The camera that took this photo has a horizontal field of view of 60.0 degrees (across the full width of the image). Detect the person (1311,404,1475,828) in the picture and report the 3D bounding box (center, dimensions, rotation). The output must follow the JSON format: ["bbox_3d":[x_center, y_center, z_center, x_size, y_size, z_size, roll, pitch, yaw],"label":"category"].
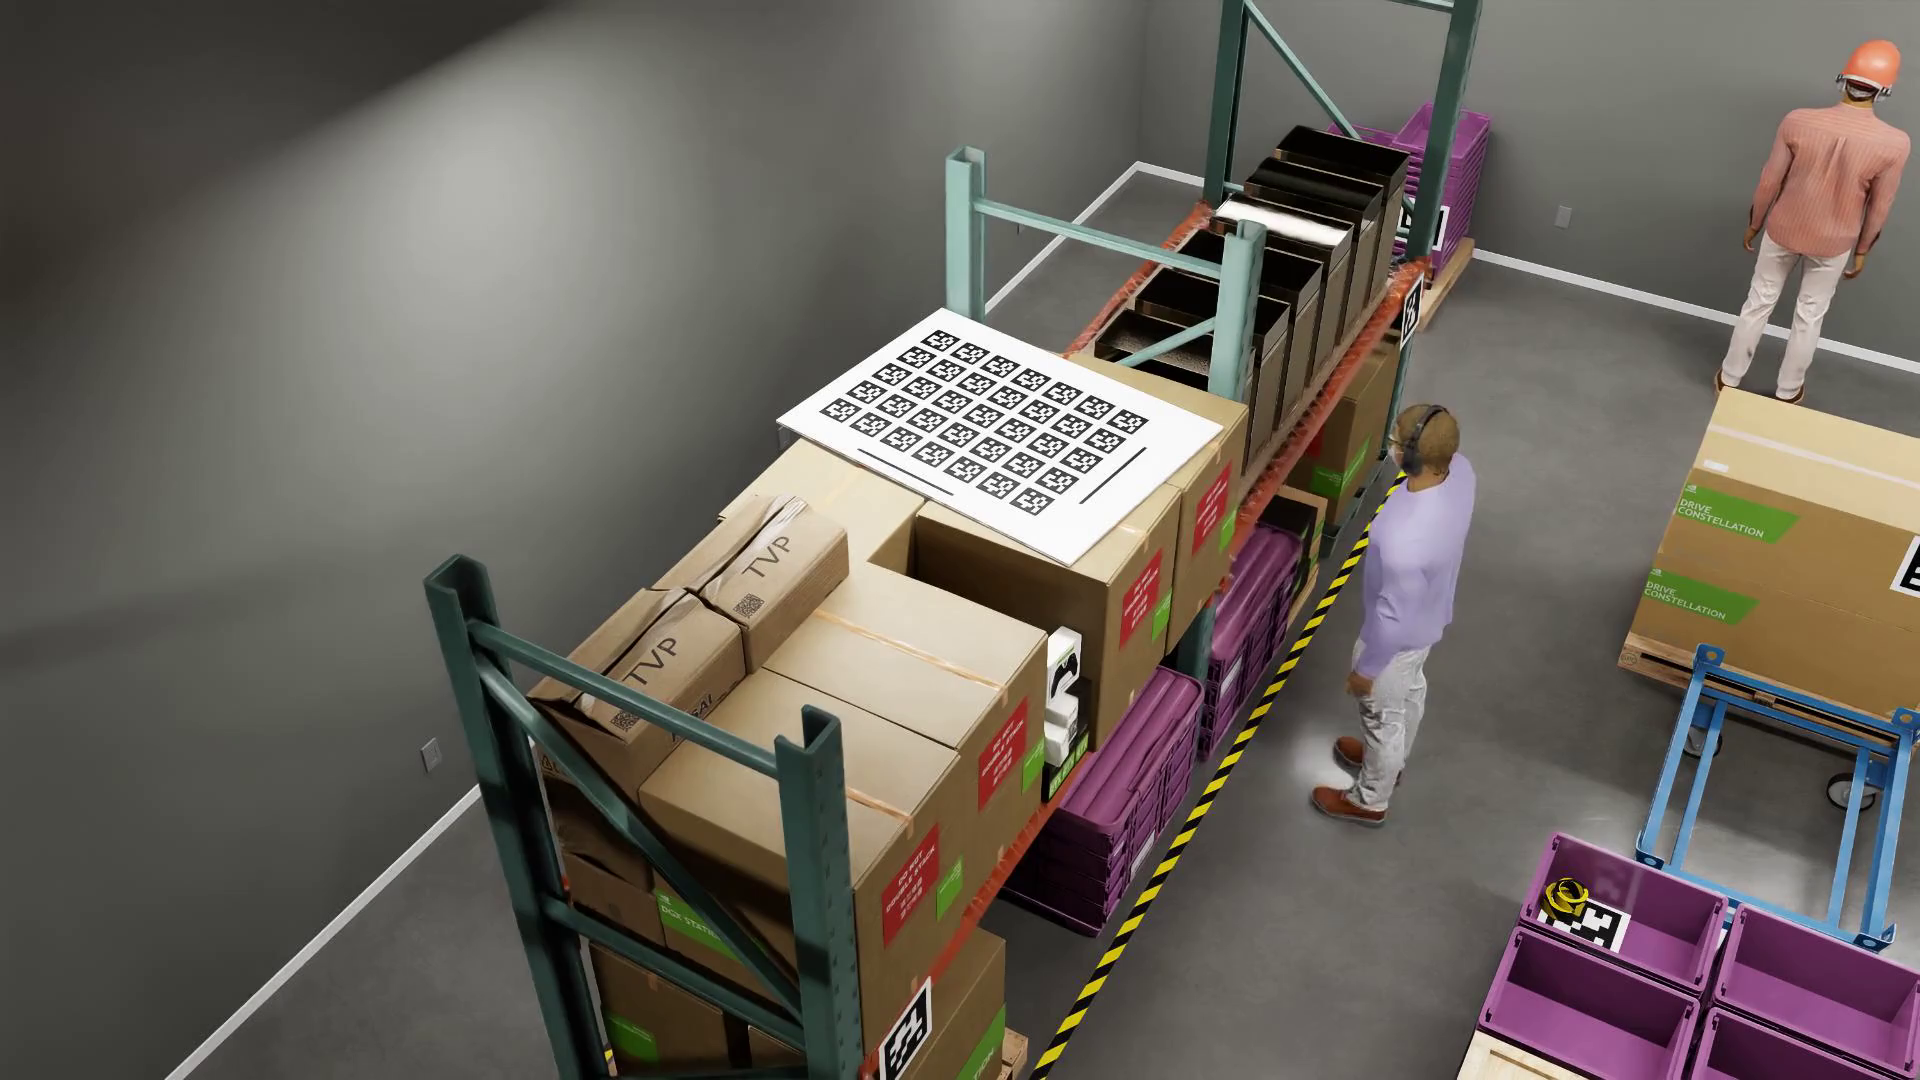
[{"bbox_3d":[1.637,0.309,6.238,0.373,1.933,0.641,21,44,23],"label":"person"}]

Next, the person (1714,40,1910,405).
[{"bbox_3d":[4.298,-1.557,8.409,0.612,1.994,0.395,22,45,24],"label":"person"}]
